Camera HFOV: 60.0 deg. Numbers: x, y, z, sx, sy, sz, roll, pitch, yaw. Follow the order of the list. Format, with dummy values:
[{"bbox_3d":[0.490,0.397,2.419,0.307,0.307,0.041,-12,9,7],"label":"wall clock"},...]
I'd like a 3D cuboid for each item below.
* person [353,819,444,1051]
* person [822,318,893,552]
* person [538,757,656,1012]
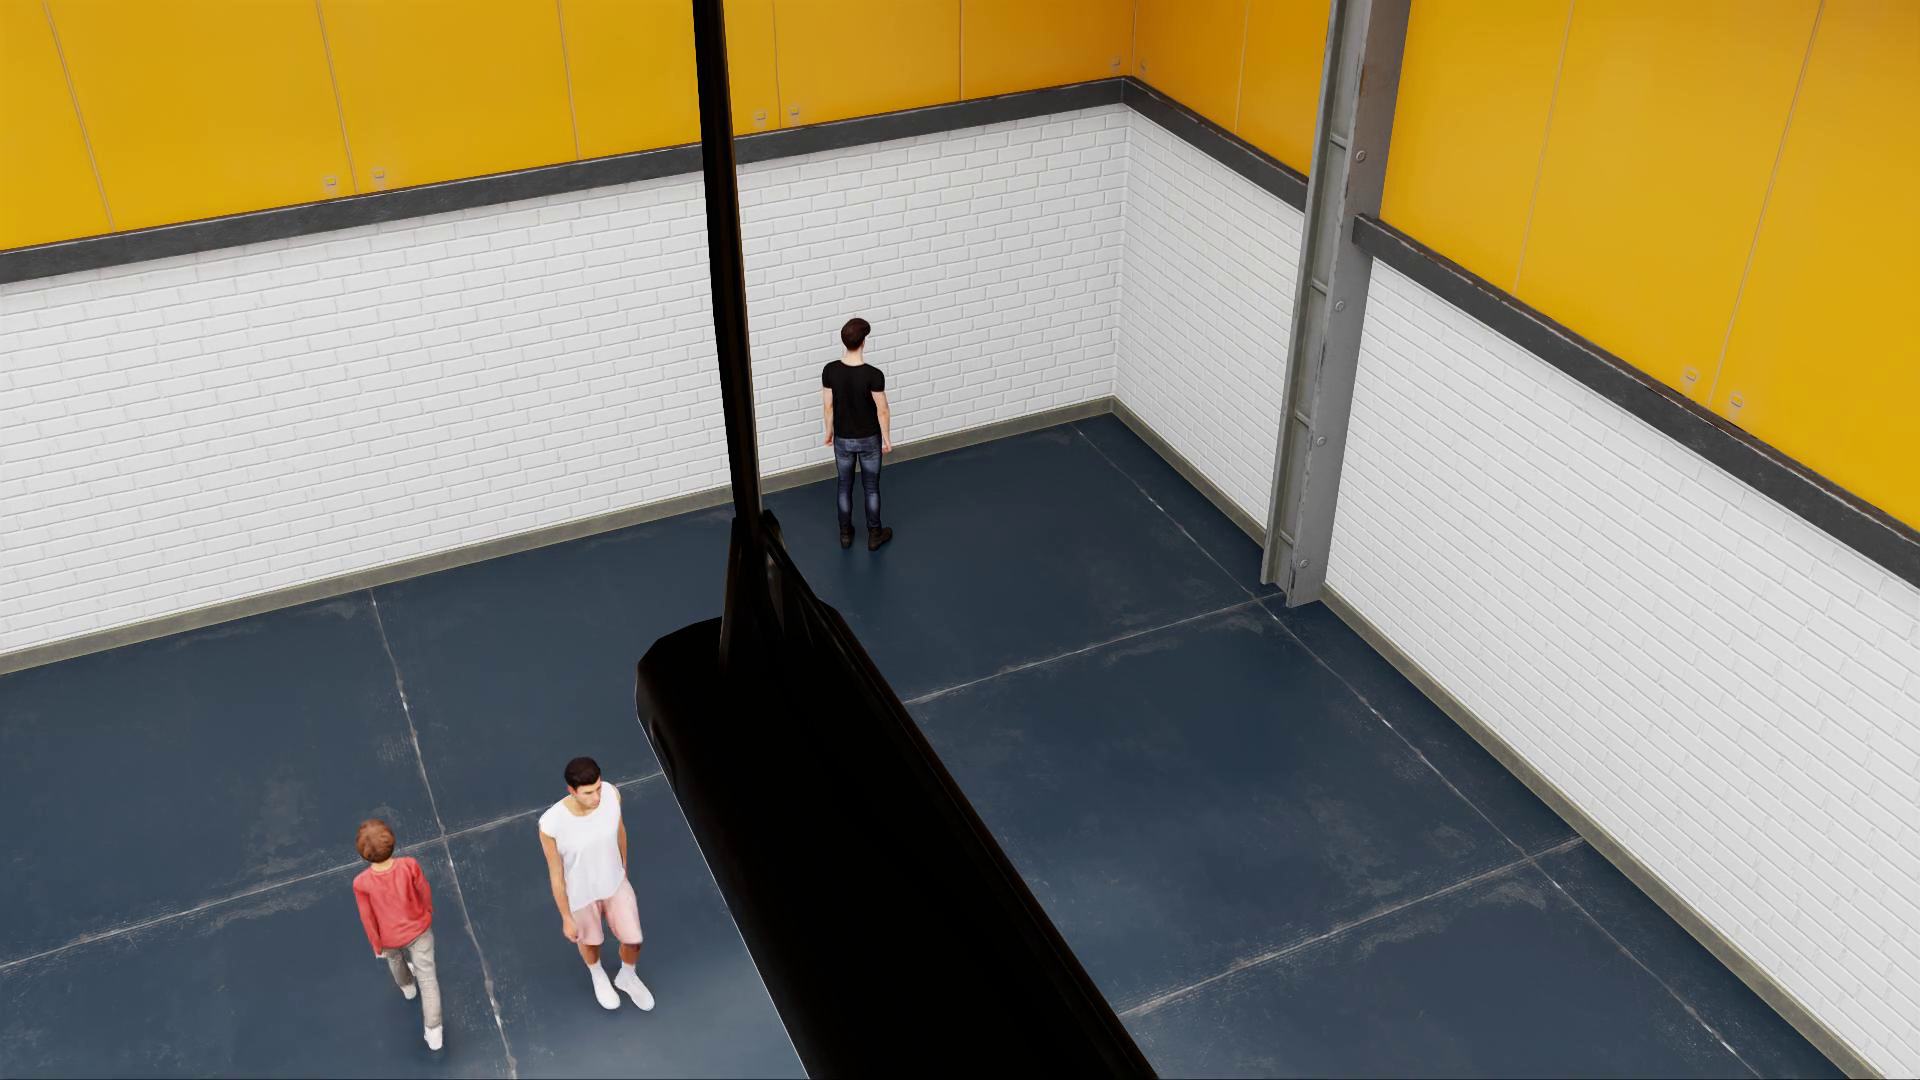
[{"bbox_3d":[-2.916,2.081,8.741,0.538,1.396,0.941,-13,36,-19],"label":"person"},{"bbox_3d":[-0.785,-0.785,12.602,0.757,1.895,0.777,7,34,10],"label":"person"},{"bbox_3d":[-1.994,1.779,8.861,0.671,1.766,0.696,-20,39,-27],"label":"person"}]
